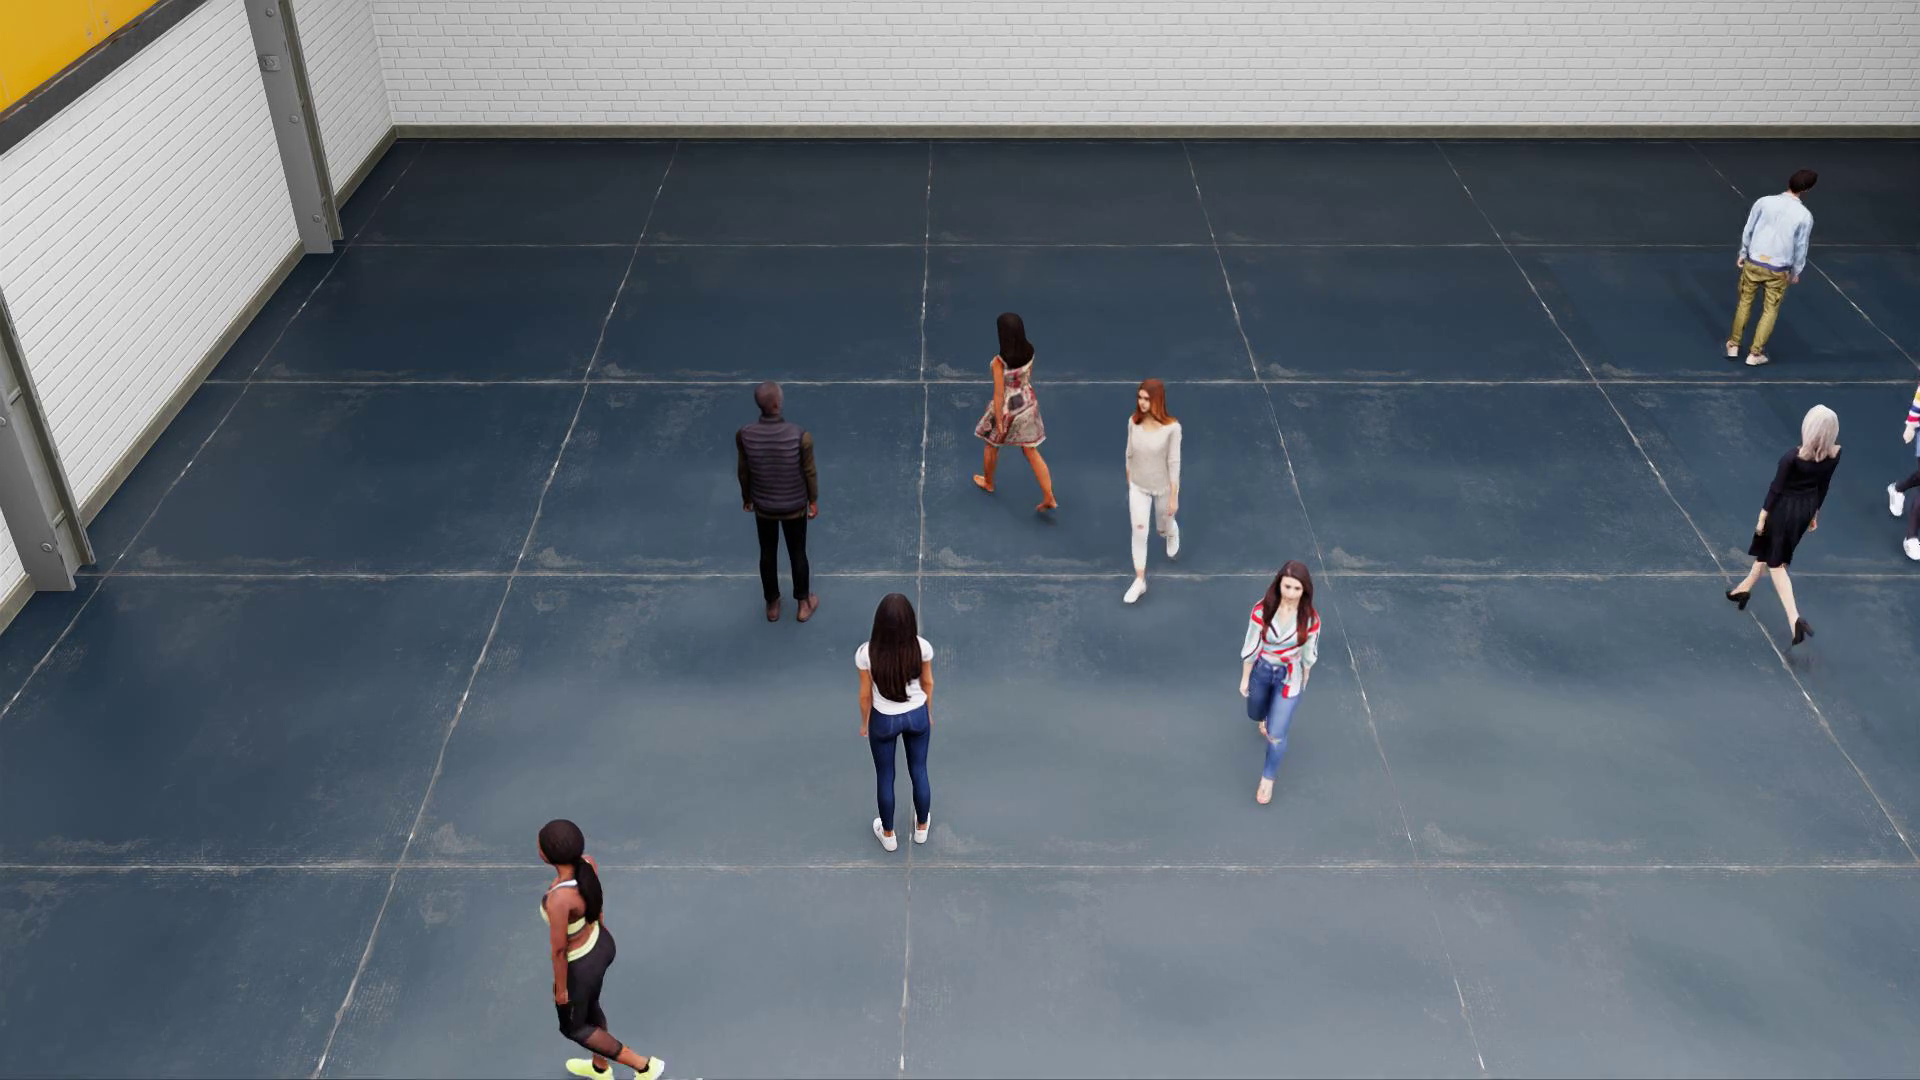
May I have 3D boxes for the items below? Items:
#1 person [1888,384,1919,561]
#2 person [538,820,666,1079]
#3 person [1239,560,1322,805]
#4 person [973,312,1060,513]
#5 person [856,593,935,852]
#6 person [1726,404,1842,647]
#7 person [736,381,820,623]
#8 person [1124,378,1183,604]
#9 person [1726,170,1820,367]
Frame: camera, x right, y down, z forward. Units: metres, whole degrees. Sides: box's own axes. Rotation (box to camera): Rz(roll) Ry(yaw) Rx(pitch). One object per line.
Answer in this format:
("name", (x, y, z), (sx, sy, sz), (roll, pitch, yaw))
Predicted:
("person", (7.223, -0.803, 12.259), (0.734, 1.776, 1.145), (4, 34, 6))
("person", (-1.733, 2.059, 7.986), (0.762, 1.740, 0.825), (9, 35, 13))
("person", (1.913, 0.777, 10.047), (0.800, 1.592, 1.047), (11, 35, 16))
("person", (0.472, -0.940, 12.615), (1.035, 1.611, 1.171), (-23, 40, -30))
("person", (-0.346, 1.043, 9.482), (0.628, 1.775, 0.583), (-7, 34, -10))
("person", (5.634, -0.083, 11.230), (0.735, 1.716, 1.141), (-7, 34, -11))
("person", (-1.236, -0.249, 11.373), (0.710, 1.835, 0.594), (3, 34, 5))
("person", (1.399, -0.410, 11.747), (0.903, 1.689, 1.114), (15, 37, 22))
("person", (7.130, -2.424, 14.676), (0.824, 1.801, 0.868), (16, 37, 22))
